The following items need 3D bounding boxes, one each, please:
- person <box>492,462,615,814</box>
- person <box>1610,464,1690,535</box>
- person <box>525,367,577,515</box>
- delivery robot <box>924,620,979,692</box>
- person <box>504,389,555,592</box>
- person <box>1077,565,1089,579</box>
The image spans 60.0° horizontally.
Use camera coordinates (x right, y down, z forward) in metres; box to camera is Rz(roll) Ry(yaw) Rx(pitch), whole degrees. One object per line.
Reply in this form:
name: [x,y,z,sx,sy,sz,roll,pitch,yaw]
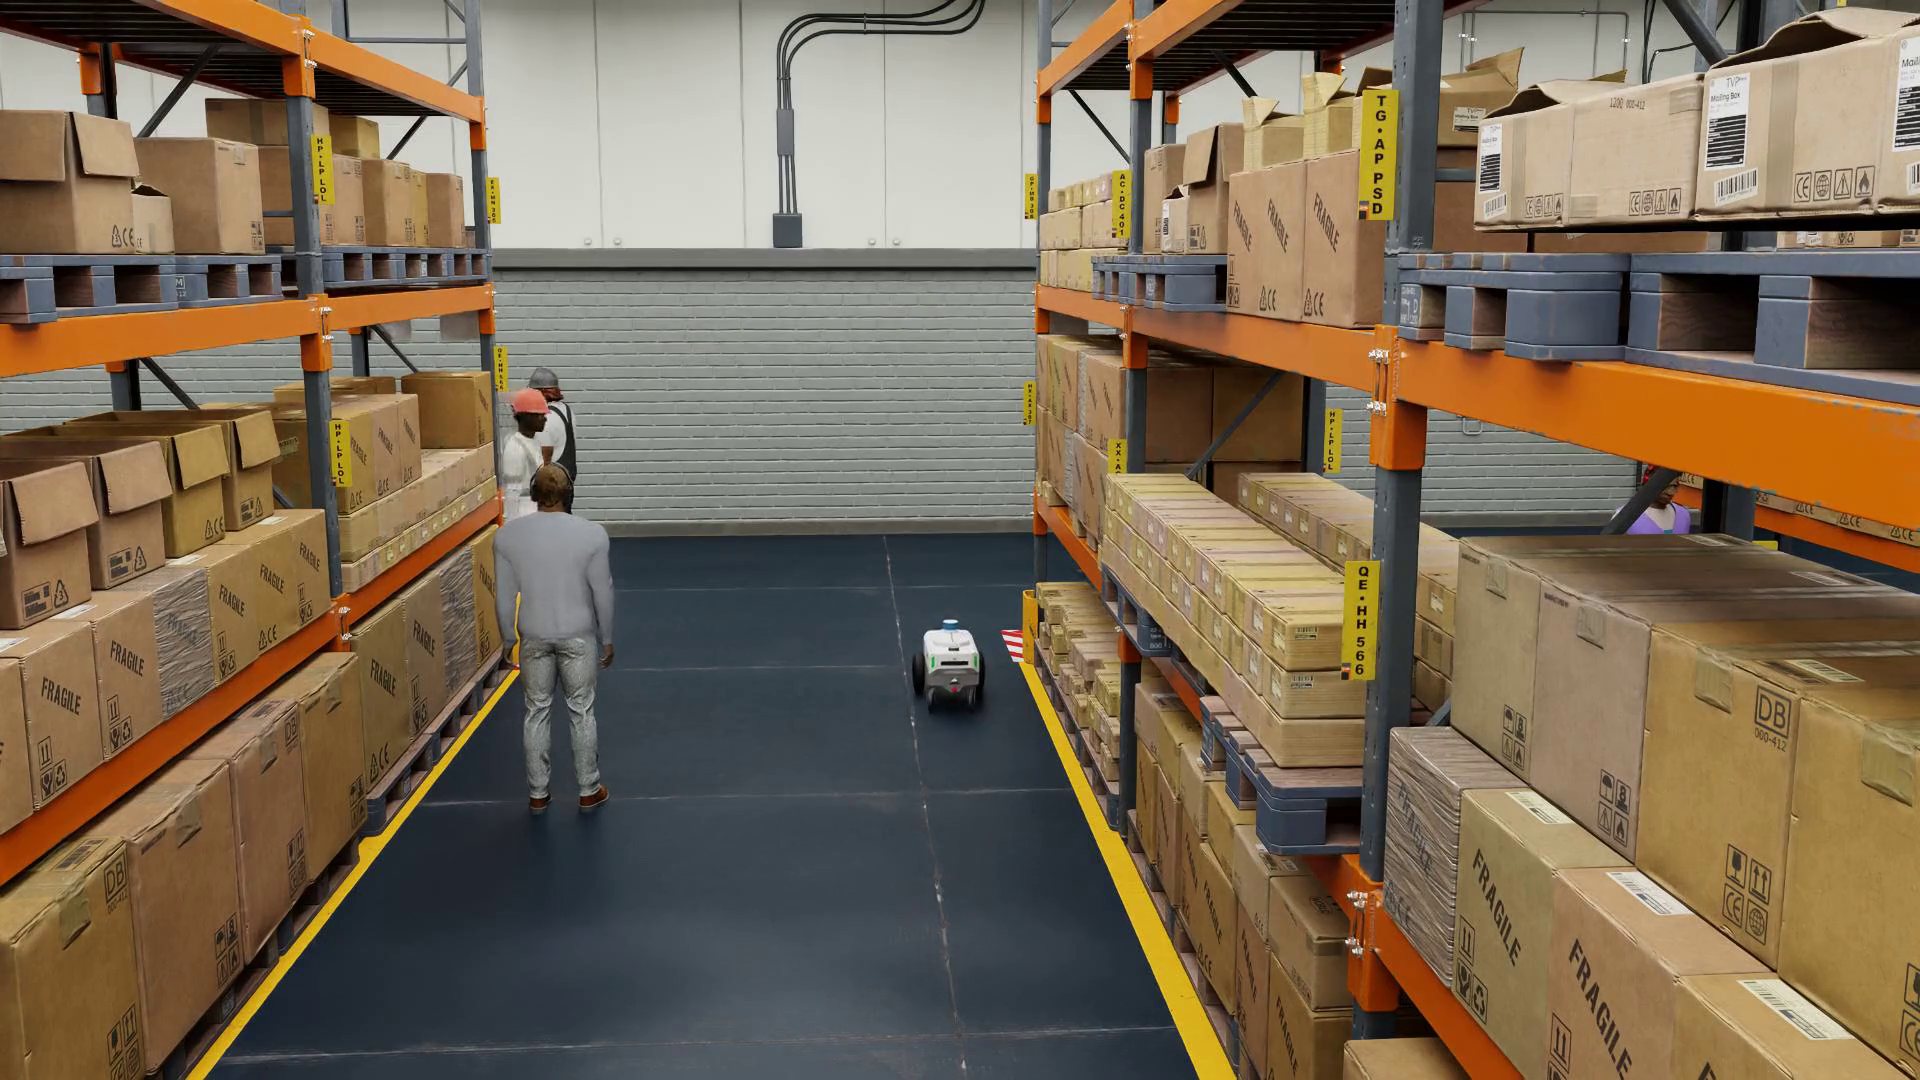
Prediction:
person: [-2.200,0.538,9.078,0.638,1.938,0.356,-1,10,-4]
person: [4.173,0.410,10.129,0.563,1.838,0.390,-4,11,-23]
person: [-3.816,-0.572,15.310,0.537,2.000,0.674,2,10,9]
delivery robot: [-0.064,0.790,11.385,0.477,0.478,0.707,-1,10,-5]
person: [-3.292,-0.172,13.045,0.800,2.016,0.628,-1,10,-7]
person: [1.301,-0.604,15.806,0.362,1.935,0.631,-1,10,-8]
